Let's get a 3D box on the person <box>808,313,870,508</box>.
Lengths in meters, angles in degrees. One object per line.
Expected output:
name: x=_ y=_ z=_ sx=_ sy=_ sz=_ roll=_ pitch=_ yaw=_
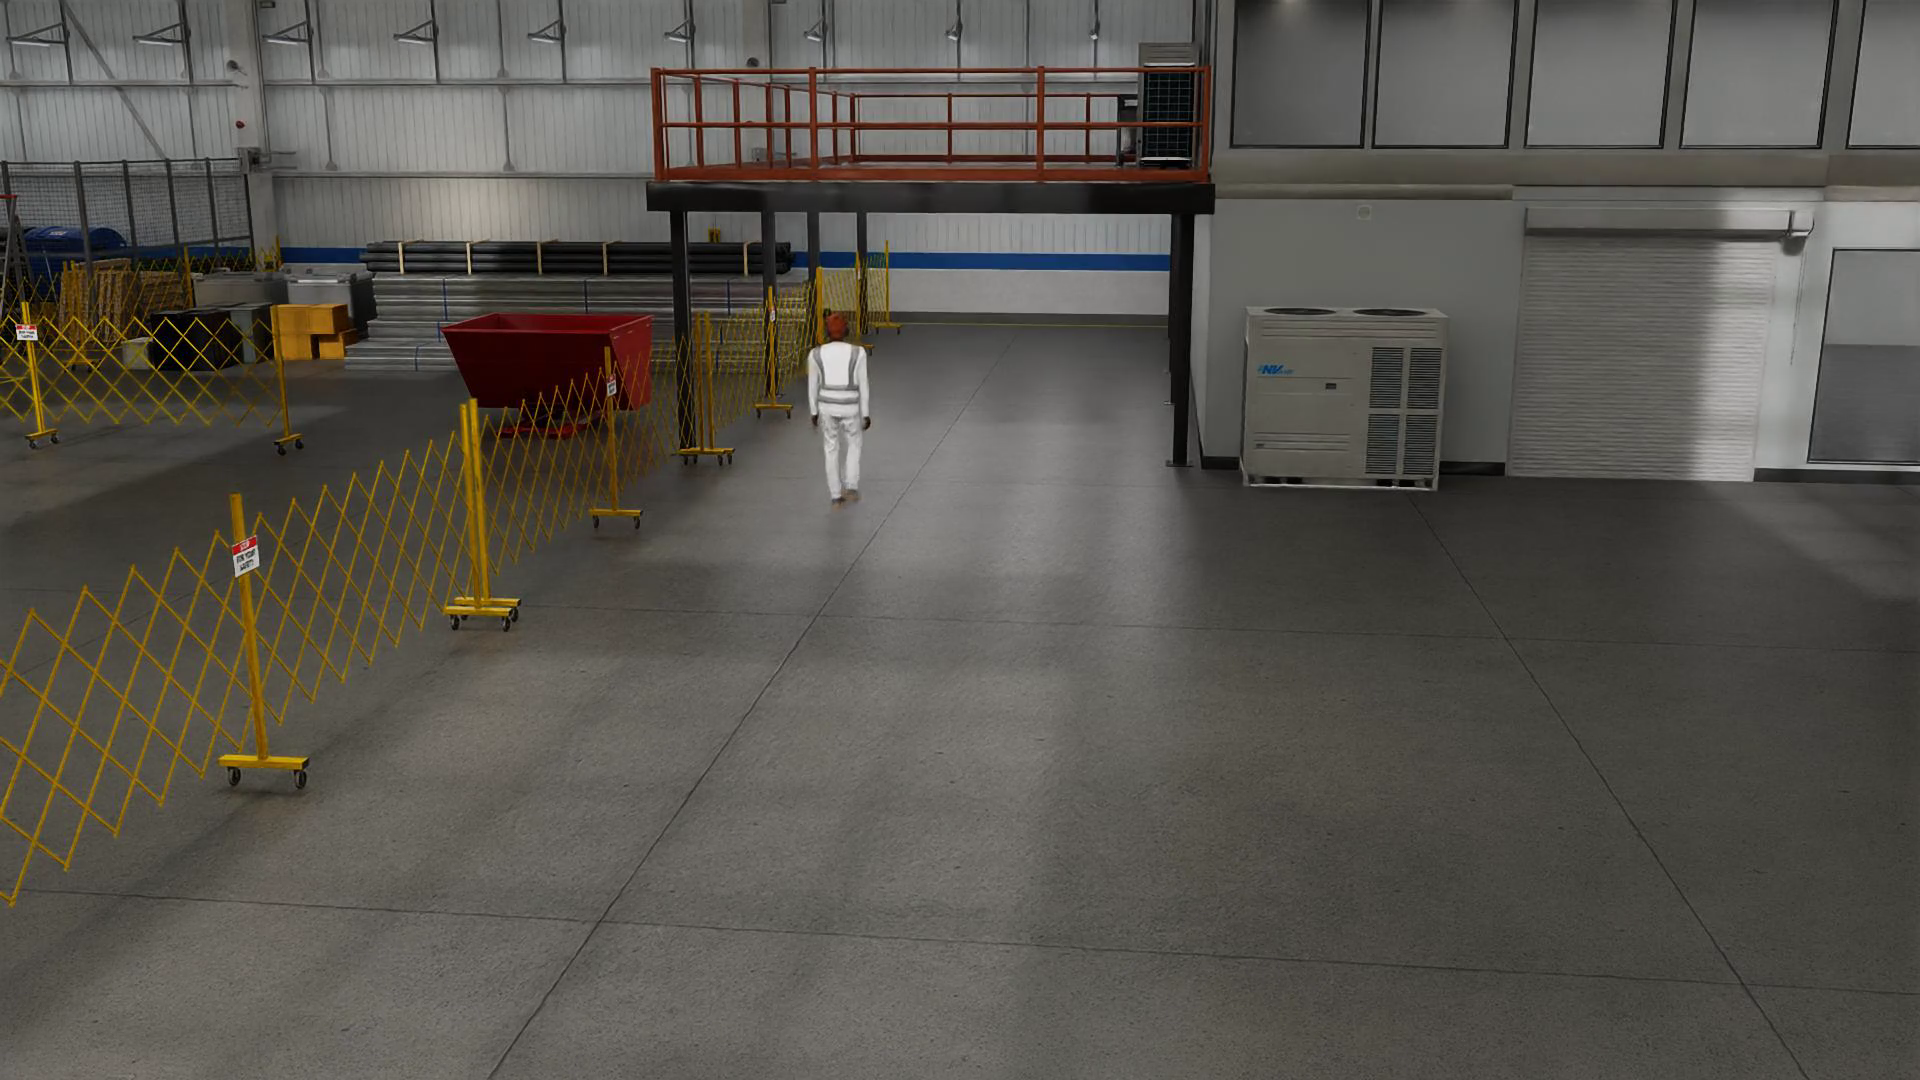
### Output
person: x=-1.148 y=-1.263 z=16.063 sx=0.615 sy=1.862 sz=0.678 roll=1 pitch=14 yaw=6
